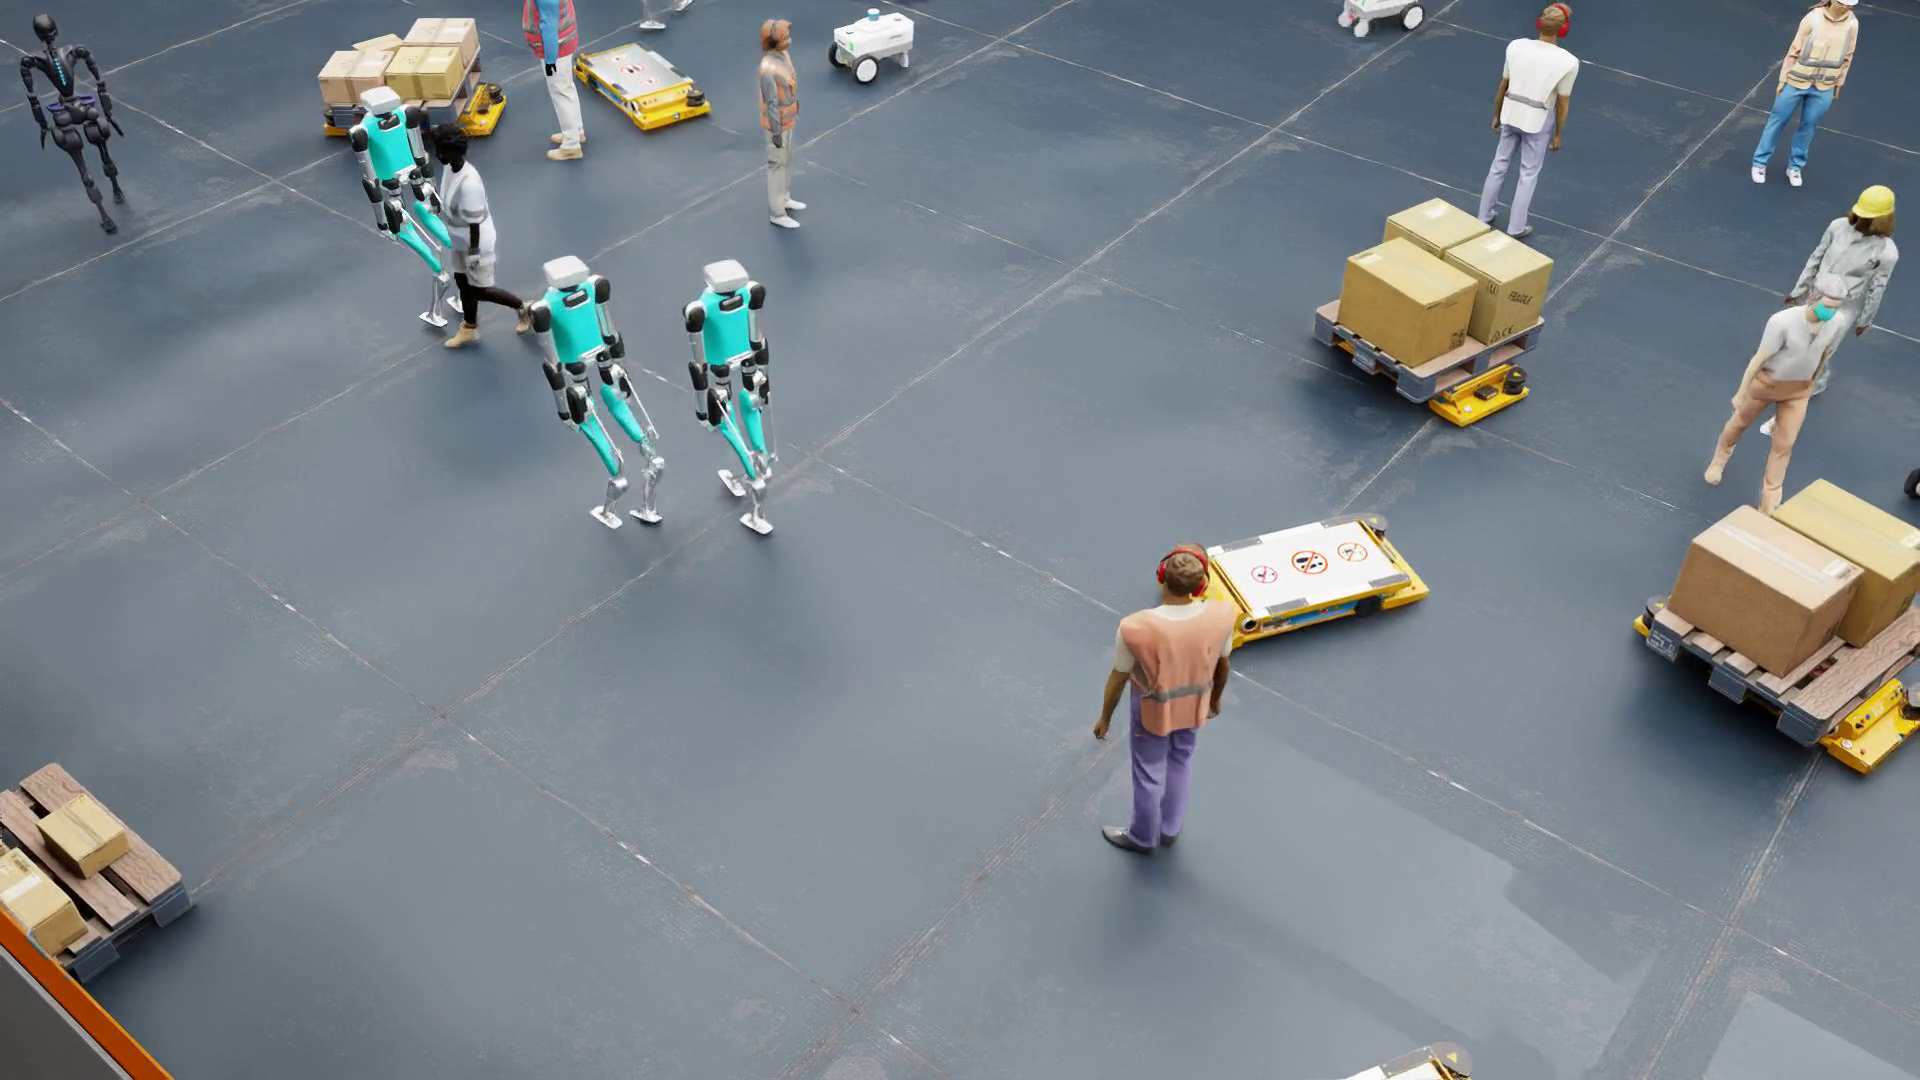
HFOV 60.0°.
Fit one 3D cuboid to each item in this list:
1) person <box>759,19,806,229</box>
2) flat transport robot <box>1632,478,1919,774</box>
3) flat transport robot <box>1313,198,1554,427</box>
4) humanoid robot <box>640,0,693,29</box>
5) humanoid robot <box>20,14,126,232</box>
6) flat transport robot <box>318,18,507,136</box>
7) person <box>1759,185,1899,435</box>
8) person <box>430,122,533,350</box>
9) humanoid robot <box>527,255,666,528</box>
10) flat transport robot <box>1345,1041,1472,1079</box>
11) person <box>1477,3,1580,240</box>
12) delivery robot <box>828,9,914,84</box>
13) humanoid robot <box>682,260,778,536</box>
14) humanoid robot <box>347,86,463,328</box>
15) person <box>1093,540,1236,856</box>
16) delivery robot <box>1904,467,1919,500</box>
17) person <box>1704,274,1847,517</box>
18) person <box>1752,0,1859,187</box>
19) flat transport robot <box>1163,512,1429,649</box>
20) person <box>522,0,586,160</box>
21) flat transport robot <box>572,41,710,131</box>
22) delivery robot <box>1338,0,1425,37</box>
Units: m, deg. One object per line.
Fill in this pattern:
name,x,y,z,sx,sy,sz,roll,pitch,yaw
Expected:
person,-1.384,-3.211,12.797,0.308,1.636,0.521,4,41,4
flat transport robot,4.572,0.684,9.274,0.659,0.231,1.431,-27,47,-28
flat transport robot,3.206,-1.301,11.608,0.659,0.231,1.431,-24,46,-26
humanoid robot,-2.920,-5.633,15.579,0.546,1.740,1.000,32,50,32
humanoid robot,-6.821,-3.239,12.815,0.589,1.641,0.700,-23,45,-24
flat transport robot,-4.741,-3.750,14.489,1.431,0.231,0.659,0,40,0
person,5.646,-1.530,10.758,0.755,1.708,0.499,-19,44,-21
person,-3.347,-2.069,11.419,0.647,1.675,0.548,-23,45,-24
humanoid robot,-2.064,-0.783,9.881,0.763,1.776,0.532,31,49,31
flat transport robot,1.654,2.638,6.975,1.431,0.231,0.659,-15,43,-17
person,4.275,-3.130,12.552,0.567,1.834,0.385,32,50,32
delivery robot,-0.815,-4.533,15.205,0.785,0.614,0.516,-23,46,-25
humanoid robot,-1.261,-0.792,9.874,0.557,1.772,0.857,-30,49,-31
humanoid robot,-3.711,-2.263,11.528,0.724,1.692,0.532,27,47,28
person,0.975,0.811,7.930,0.620,1.822,0.435,-11,41,-12
delivery robot,6.346,-0.367,10.287,0.774,0.592,0.499,-9,41,-10
person,4.964,-0.912,10.062,0.522,1.695,0.773,1,40,1
person,6.780,-3.657,13.260,0.493,1.723,0.377,7,41,8
flat transport robot,1.976,0.238,9.798,1.431,0.231,0.659,-13,42,-15
person,-3.335,-4.045,13.635,0.430,1.830,0.633,-5,41,-6
flat transport robot,-2.871,-4.085,14.884,0.659,0.231,1.431,-25,46,-26
delivery robot,4.038,-5.182,15.931,0.739,0.566,0.499,-16,43,-18
